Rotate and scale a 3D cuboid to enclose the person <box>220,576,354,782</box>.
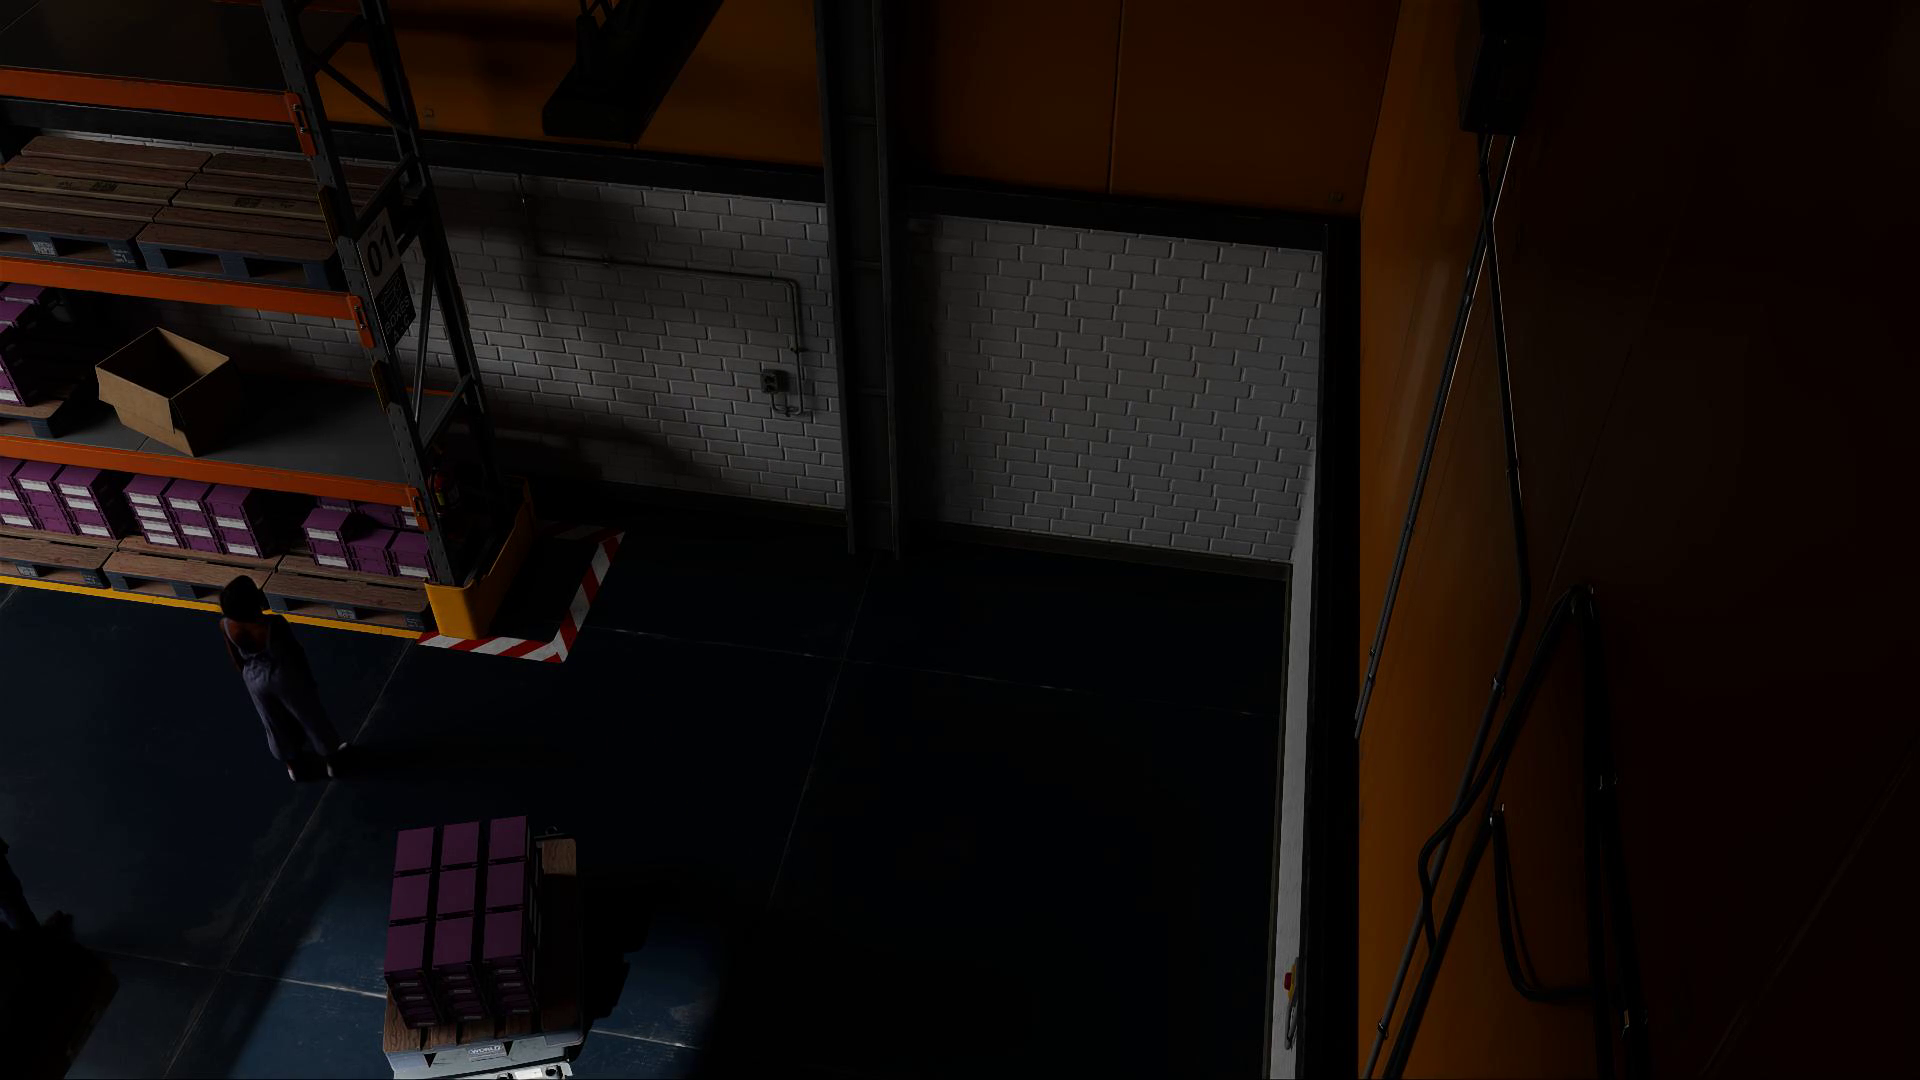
[{"bbox_3d":[-4.166,0.852,10.159,0.523,1.696,0.684,-2,44,-2],"label":"person"}]
